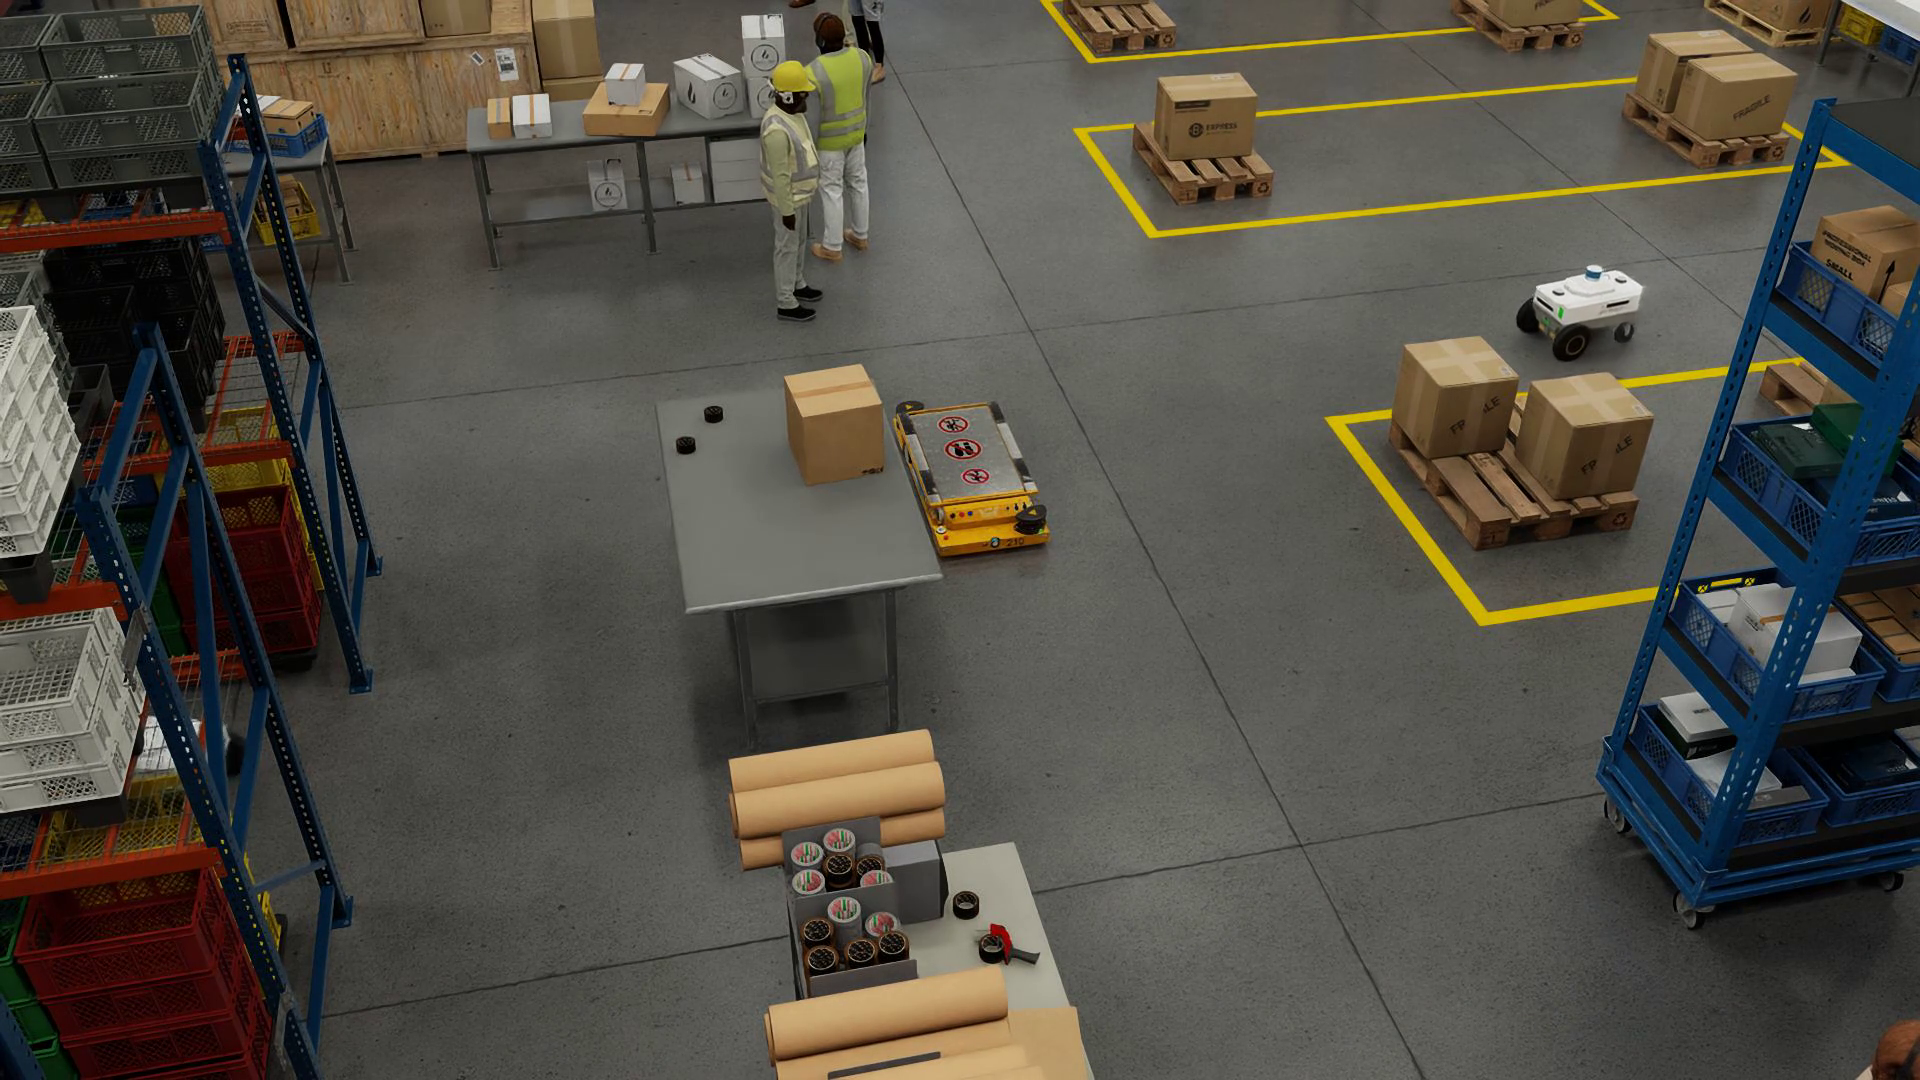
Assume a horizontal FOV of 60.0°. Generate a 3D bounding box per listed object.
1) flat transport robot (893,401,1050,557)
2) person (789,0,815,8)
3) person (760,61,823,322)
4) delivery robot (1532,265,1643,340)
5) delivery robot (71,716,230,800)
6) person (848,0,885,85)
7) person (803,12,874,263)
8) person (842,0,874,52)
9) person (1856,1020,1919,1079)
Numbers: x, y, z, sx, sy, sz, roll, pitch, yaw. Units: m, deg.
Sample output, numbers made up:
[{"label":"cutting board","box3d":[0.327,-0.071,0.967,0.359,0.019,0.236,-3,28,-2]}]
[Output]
[{"label":"flat transport robot","box3d":[0.046,-0.430,10.108,0.652,0.197,1.431,-8,37,-10]},{"label":"person","box3d":[-1.720,-6.360,16.718,0.403,1.906,0.652,-20,41,-24]},{"label":"person","box3d":[-1.156,-2.408,11.480,0.403,1.824,0.599,4,37,5]},{"label":"delivery robot","box3d":[4.314,-1.653,11.440,0.707,0.478,0.477,-13,38,-16]},{"label":"delivery robot","box3d":[-3.845,1.010,7.861,0.707,0.478,0.477,2,37,3]},{"label":"person","box3d":[-0.880,-5.012,15.089,0.321,1.686,0.539,-28,45,-32]},{"label":"person","box3d":[-0.914,-2.939,12.174,0.619,1.845,0.430,-29,46,-33]},{"label":"person","box3d":[-0.954,-5.452,15.548,0.517,1.855,0.335,-20,41,-25]},{"label":"person","box3d":[2.919,2.150,5.498,0.514,1.645,0.309,-29,45,-33]}]
